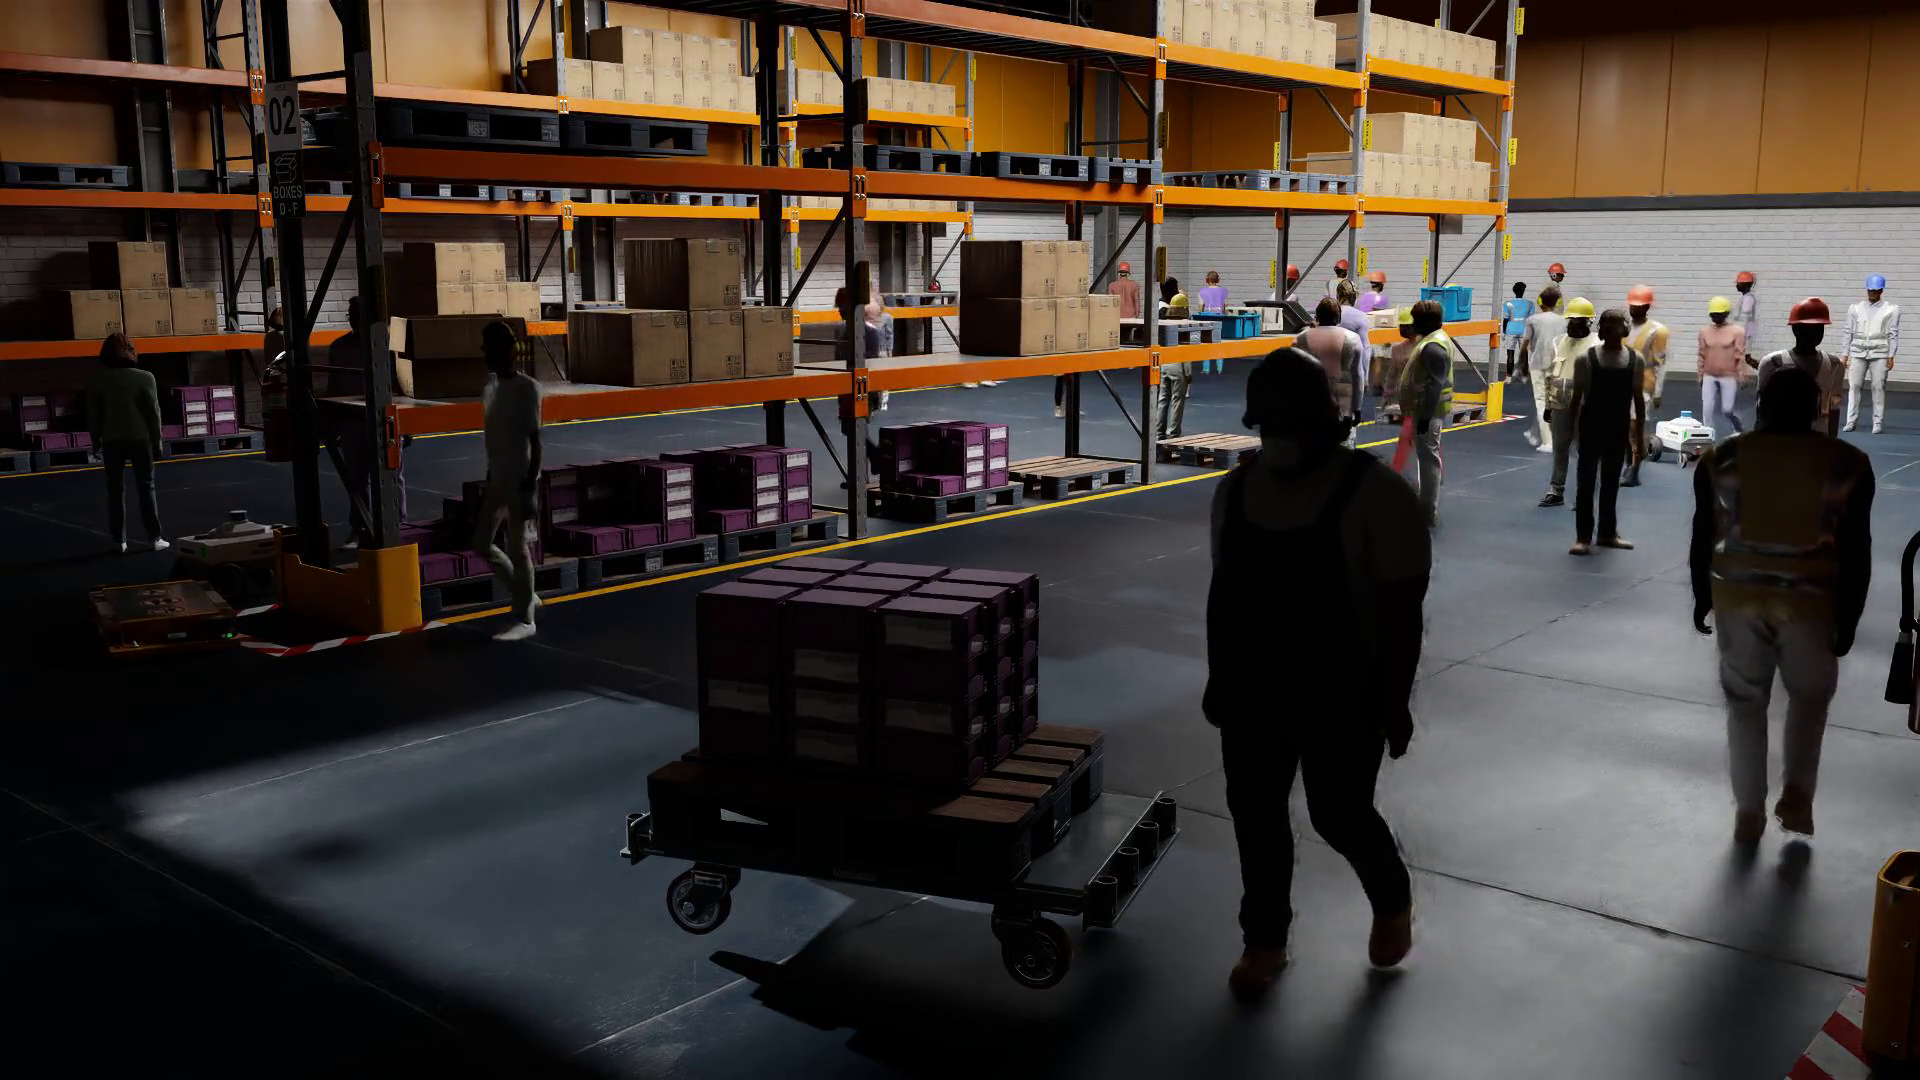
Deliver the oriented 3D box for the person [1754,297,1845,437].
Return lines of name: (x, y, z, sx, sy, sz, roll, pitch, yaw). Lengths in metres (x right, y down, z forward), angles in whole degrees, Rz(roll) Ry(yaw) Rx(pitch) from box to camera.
person: (5.406, -0.589, 10.742, 0.545, 1.943, 0.347, 0, 10, 2)

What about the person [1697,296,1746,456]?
person: (8.307, -1.776, 18.088, 0.627, 1.734, 0.553, -8, 13, -39)

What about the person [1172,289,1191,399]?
person: (3.266, -2.919, 24.867, 0.308, 1.639, 0.524, 9, 13, 41)

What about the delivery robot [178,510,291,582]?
delivery robot: (-4.656, 0.051, 10.777, 0.477, 0.478, 0.707, 8, 13, 38)

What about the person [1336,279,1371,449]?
person: (3.905, -1.677, 16.949, 0.373, 1.940, 0.630, -9, 13, -42)

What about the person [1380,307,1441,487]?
person: (4.206, -1.311, 15.504, 0.897, 1.708, 0.541, -5, 11, -26)

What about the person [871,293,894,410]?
person: (-1.174, -2.625, 23.214, 0.500, 1.632, 0.277, 3, 10, 14)

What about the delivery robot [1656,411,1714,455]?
delivery robot: (7.555, -1.100, 17.332, 0.477, 0.478, 0.707, 0, 10, -1)

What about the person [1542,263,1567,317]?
person: (10.251, -3.780, 28.758, 0.378, 1.996, 0.611, 5, 11, 27)

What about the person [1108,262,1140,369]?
person: (3.052, -4.178, 31.026, 0.610, 1.996, 0.379, 1, 10, 3)

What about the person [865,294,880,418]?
person: (-1.392, -2.517, 21.877, 0.595, 1.890, 0.654, -4, 11, -21)

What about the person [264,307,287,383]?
person: (-7.281, -1.690, 17.914, 0.496, 1.629, 0.277, 7, 12, 33)

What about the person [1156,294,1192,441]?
person: (2.467, -1.931, 18.968, 0.346, 1.737, 0.485, -7, 12, -36)

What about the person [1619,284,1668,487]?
person: (6.401, -1.462, 15.762, 0.500, 1.919, 0.569, -8, 13, -39)

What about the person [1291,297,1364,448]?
person: (3.095, -1.123, 14.066, 0.619, 1.845, 0.430, 3, 10, 16)

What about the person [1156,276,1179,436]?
person: (2.449, -2.224, 20.120, 0.379, 1.917, 0.591, 1, 10, 5)

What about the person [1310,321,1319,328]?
person: (3.173, -1.111, 14.574, 0.314, 1.640, 0.516, -2, 10, -13)

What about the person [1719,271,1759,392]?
person: (12.281, -3.230, 25.897, 0.889, 1.909, 0.553, 3, 11, 19)

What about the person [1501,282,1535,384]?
person: (9.255, -3.429, 27.606, 0.537, 1.696, 0.321, 1, 10, 4)

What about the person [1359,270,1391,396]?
person: (6.253, -3.122, 25.219, 0.673, 1.921, 0.565, -5, 11, -27)

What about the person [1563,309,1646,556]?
person: (4.791, -0.794, 12.325, 0.580, 1.817, 0.554, 1, 10, 6)

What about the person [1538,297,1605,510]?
person: (5.310, -1.168, 14.367, 0.404, 1.833, 0.605, -8, 13, -40)

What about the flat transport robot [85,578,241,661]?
flat transport robot: (-4.652, 0.436, 9.662, 0.652, 0.197, 1.431, -6, 12, -32)

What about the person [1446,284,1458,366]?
person: (6.713, -2.624, 22.820, 0.305, 1.772, 0.527, 2, 10, 11)

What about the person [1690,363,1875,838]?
person: (3.091, 0.246, 6.321, 0.621, 1.826, 0.435, 5, 11, 28)

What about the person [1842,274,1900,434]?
person: (11.106, -2.270, 20.321, 0.604, 1.940, 0.413, 8, 13, 39)

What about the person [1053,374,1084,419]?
person: (1.464, -2.447, 22.074, 0.647, 1.682, 0.328, -7, 12, -36)

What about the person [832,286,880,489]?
person: (-0.920, -1.454, 15.762, 0.578, 1.910, 0.664, 8, 13, 38)

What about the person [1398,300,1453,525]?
person: (3.798, -1.038, 13.604, 0.429, 1.838, 0.621, 3, 10, 14)

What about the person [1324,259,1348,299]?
person: (6.984, -4.122, 30.568, 0.376, 2.042, 0.615, -9, 13, -41)

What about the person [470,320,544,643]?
person: (-2.568, -0.318, 9.457, 0.541, 1.847, 0.396, 7, 12, 35)

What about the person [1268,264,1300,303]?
person: (4.295, -2.598, 21.896, 0.392, 2.041, 0.615, -4, 11, -22)

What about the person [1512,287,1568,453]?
person: (6.502, -1.907, 18.608, 0.513, 1.820, 0.980, -1, 10, -5)

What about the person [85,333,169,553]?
person: (-6.188, -0.718, 12.353, 0.498, 1.633, 0.283, -2, 10, -12)

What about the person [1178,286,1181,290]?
person: (3.566, -3.383, 27.514, 0.309, 1.640, 0.513, 0, 10, 2)

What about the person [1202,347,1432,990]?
person: (1.083, 0.362, 5.045, 0.733, 2.000, 0.774, 9, 13, 41)

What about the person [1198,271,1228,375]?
person: (4.501, -3.864, 29.655, 0.563, 1.847, 0.394, -2, 10, -10)

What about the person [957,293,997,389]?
person: (0.309, -3.381, 26.800, 0.666, 1.881, 0.708, 6, 12, 32)

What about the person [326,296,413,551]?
person: (-4.394, -0.859, 12.379, 0.655, 1.906, 0.407, 1, 10, 4)
